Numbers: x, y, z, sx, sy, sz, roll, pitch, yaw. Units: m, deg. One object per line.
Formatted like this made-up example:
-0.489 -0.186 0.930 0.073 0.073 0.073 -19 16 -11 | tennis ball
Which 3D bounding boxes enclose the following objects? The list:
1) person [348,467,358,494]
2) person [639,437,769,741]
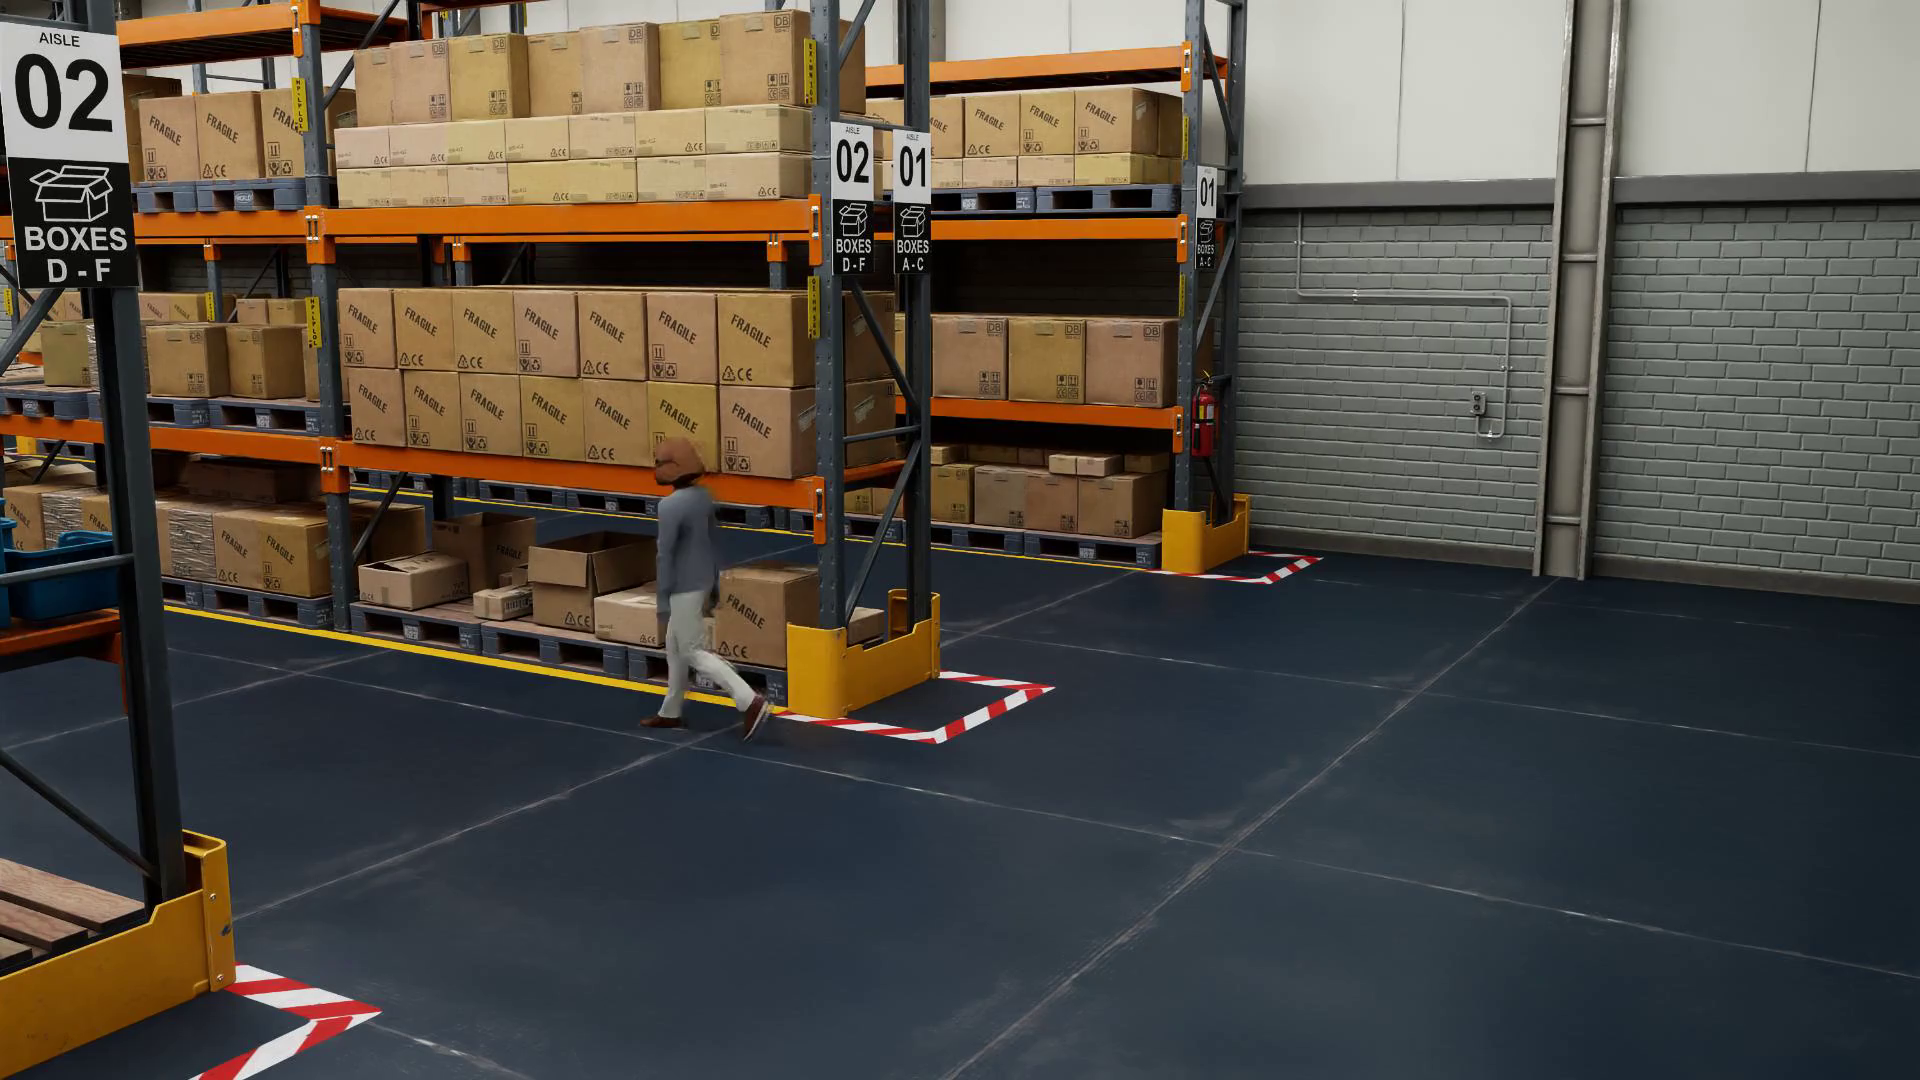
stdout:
-5.226 -0.785 13.754 0.363 1.963 0.612 9 13 43 | person
-1.363 0.260 8.719 0.753 1.605 0.504 3 10 15 | person
